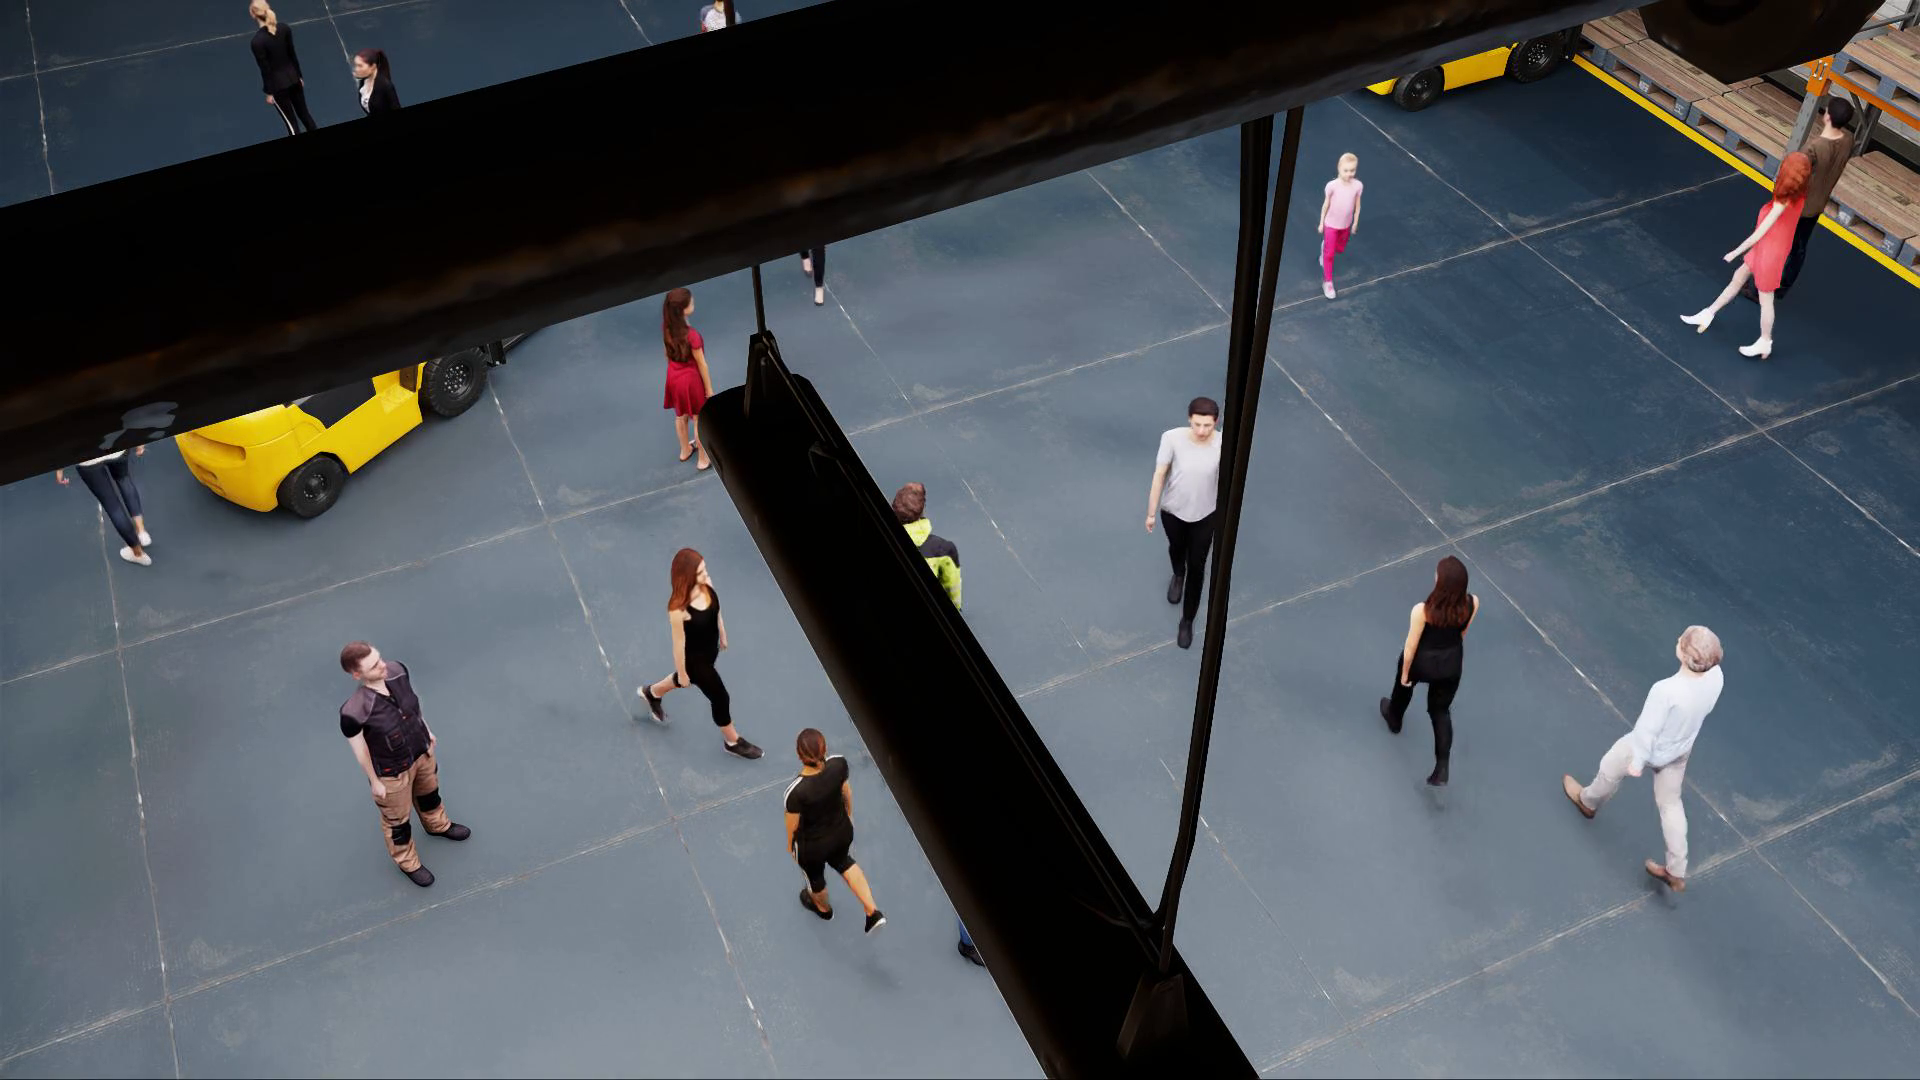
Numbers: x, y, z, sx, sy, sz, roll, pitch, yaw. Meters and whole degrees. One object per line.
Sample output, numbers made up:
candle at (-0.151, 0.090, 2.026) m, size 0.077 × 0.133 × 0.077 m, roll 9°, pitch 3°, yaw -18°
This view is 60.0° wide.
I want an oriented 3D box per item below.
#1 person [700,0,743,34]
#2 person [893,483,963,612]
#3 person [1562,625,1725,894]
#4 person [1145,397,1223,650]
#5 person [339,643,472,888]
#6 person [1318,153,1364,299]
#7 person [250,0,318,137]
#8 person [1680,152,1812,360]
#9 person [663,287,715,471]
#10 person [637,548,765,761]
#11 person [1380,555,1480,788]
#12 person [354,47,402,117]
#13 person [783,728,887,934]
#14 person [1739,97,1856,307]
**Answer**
person at (-2.242, -4.493, 15.778) m, size 0.918 × 1.582 × 1.060 m, roll 6°, pitch 44°, yaw 7°
person at (-0.326, 0.520, 10.245) m, size 1.088 × 1.954 × 1.203 m, roll 5°, pitch 44°, yaw 5°
person at (4.085, 1.257, 9.546) m, size 0.719 × 1.852 × 1.258 m, roll -15°, pitch 46°, yaw -15°
person at (1.548, -0.264, 11.153) m, size 1.045 × 1.838 × 1.130 m, roll 12°, pitch 45°, yaw 12°
person at (-3.255, 1.231, 9.582) m, size 0.814 × 1.840 × 0.770 m, roll 17°, pitch 46°, yaw 17°
person at (3.208, -2.735, 14.167) m, size 0.659 × 1.258 × 0.881 m, roll -3°, pitch 44°, yaw -4°
person at (-6.231, -4.189, 15.367) m, size 0.733 × 1.707 × 0.700 m, roll 20°, pitch 47°, yaw 20°
person at (6.503, -2.186, 13.205) m, size 1.084 × 1.790 × 0.872 m, roll 29°, pitch 51°, yaw 27°
person at (-2.023, -1.202, 12.344) m, size 0.663 × 1.552 × 0.725 m, roll 26°, pitch 50°, yaw 25°
person at (-1.685, 0.683, 10.264) m, size 1.148 × 1.692 × 1.072 m, roll 15°, pitch 46°, yaw 15°
person at (2.918, 0.812, 10.152) m, size 0.830 × 1.659 × 1.161 m, roll -4°, pitch 44°, yaw -4°
person at (-5.082, -3.626, 14.809) m, size 0.642 × 1.663 × 0.747 m, roll 27°, pitch 50°, yaw 26°
person at (-0.716, 1.681, 9.247) m, size 0.746 × 1.651 × 0.943 m, roll -31°, pitch 52°, yaw -29°
person at (6.984, -2.792, 13.769) m, size 0.644 × 1.889 × 0.561 m, roll -17°, pitch 46°, yaw -17°
